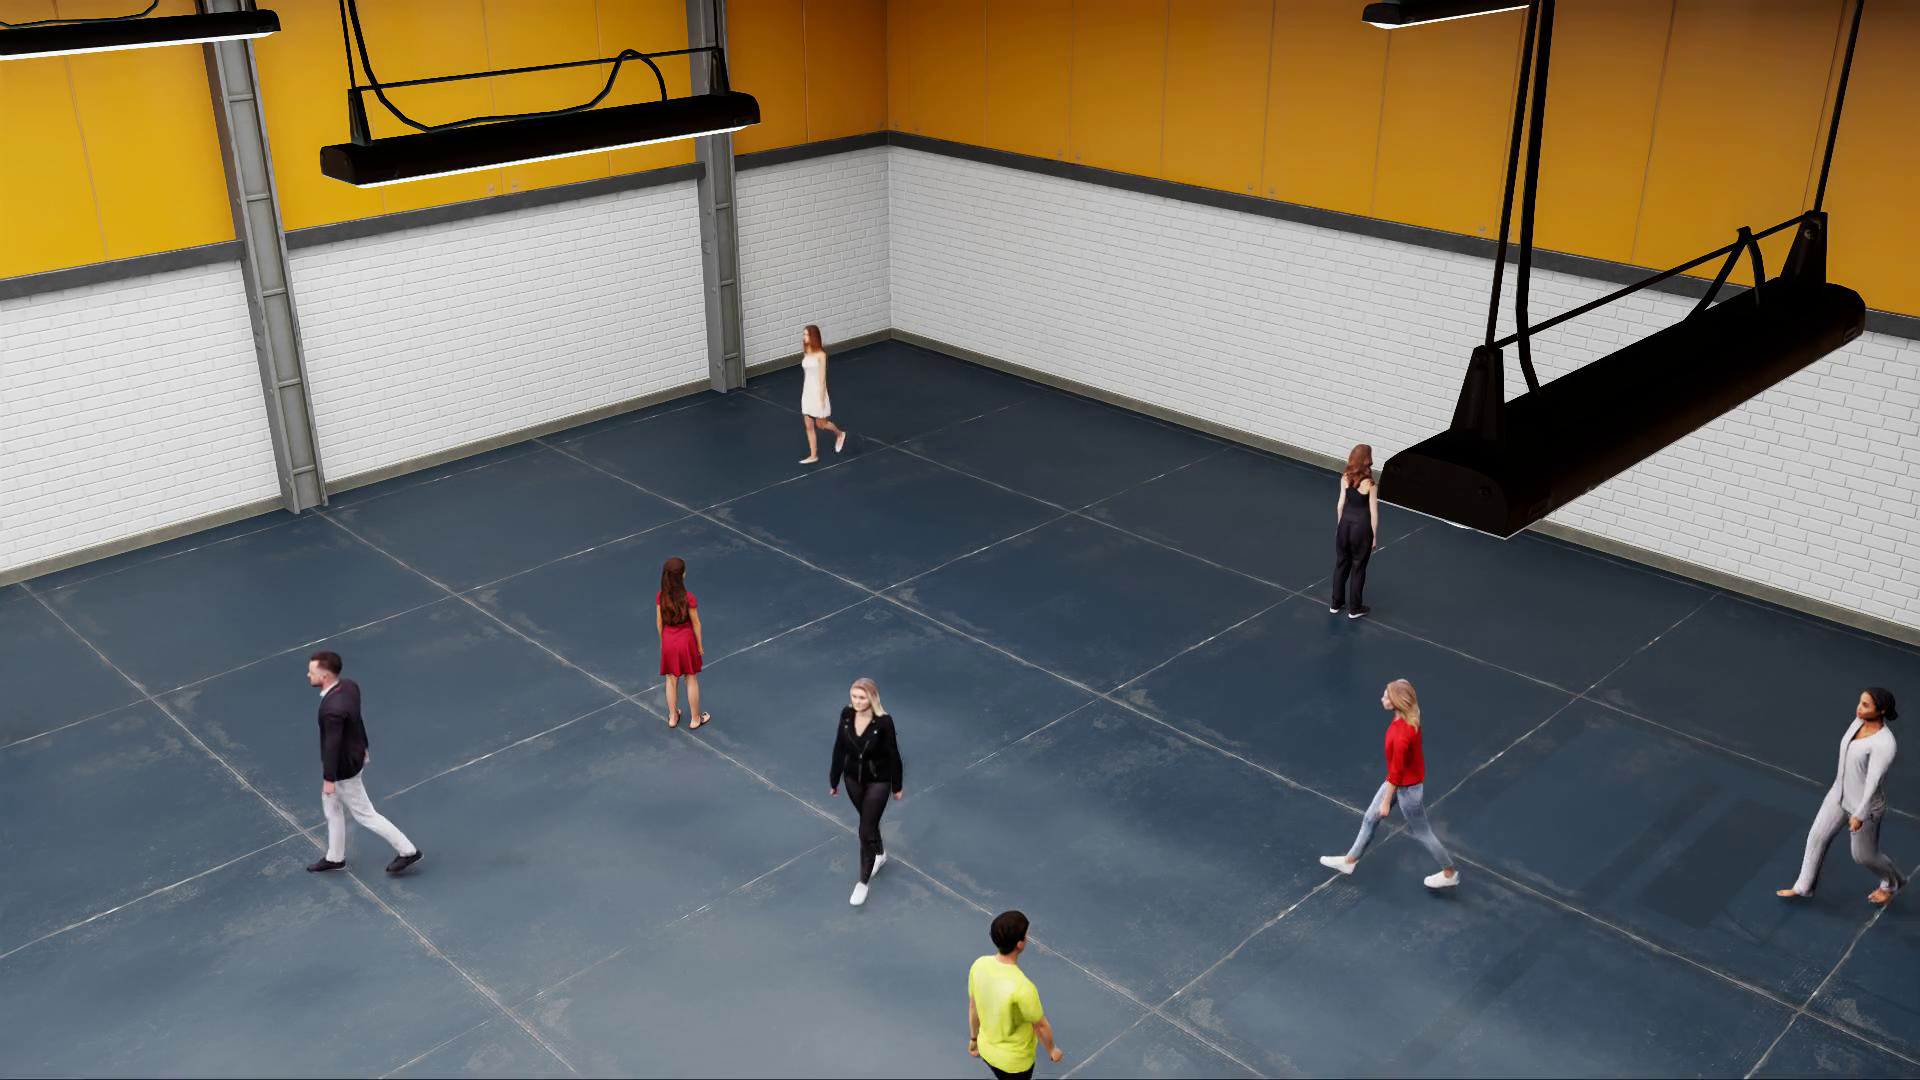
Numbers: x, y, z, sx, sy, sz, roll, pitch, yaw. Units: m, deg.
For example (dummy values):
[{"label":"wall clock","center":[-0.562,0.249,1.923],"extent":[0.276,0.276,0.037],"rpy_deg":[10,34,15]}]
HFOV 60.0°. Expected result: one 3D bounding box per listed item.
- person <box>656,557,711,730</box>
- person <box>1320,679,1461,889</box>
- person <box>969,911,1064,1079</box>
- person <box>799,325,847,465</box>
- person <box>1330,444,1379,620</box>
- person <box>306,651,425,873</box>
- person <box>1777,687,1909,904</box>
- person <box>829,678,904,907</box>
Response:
[{"label":"person","center":[-2.365,0.866,14.026],"extent":[0.672,1.554,0.733],"rpy_deg":[4,24,9]},{"label":"person","center":[3.238,1.799,11.784],"extent":[1.121,1.640,1.236],"rpy_deg":[6,24,14]},{"label":"person","center":[0.222,2.868,9.289],"extent":[0.941,1.679,0.650],"rpy_deg":[-21,31,-39]},{"label":"person","center":[-1.651,-1.740,19.807],"extent":[0.857,1.698,0.578],"rpy_deg":[-21,31,-39]},{"label":"person","center":[3.790,-0.097,15.986],"extent":[0.581,1.748,0.526],"rpy_deg":[20,31,38]},{"label":"person","center":[-4.309,1.635,11.934],"extent":[1.205,1.821,1.071],"rpy_deg":[-3,24,-7]},{"label":"person","center":[6.359,1.830,11.628],"extent":[1.171,1.708,1.063],"rpy_deg":[-2,24,-5]},{"label":"person","center":[-0.621,1.709,11.967],"extent":[0.832,1.658,1.013],"rpy_deg":[11,26,24]}]
